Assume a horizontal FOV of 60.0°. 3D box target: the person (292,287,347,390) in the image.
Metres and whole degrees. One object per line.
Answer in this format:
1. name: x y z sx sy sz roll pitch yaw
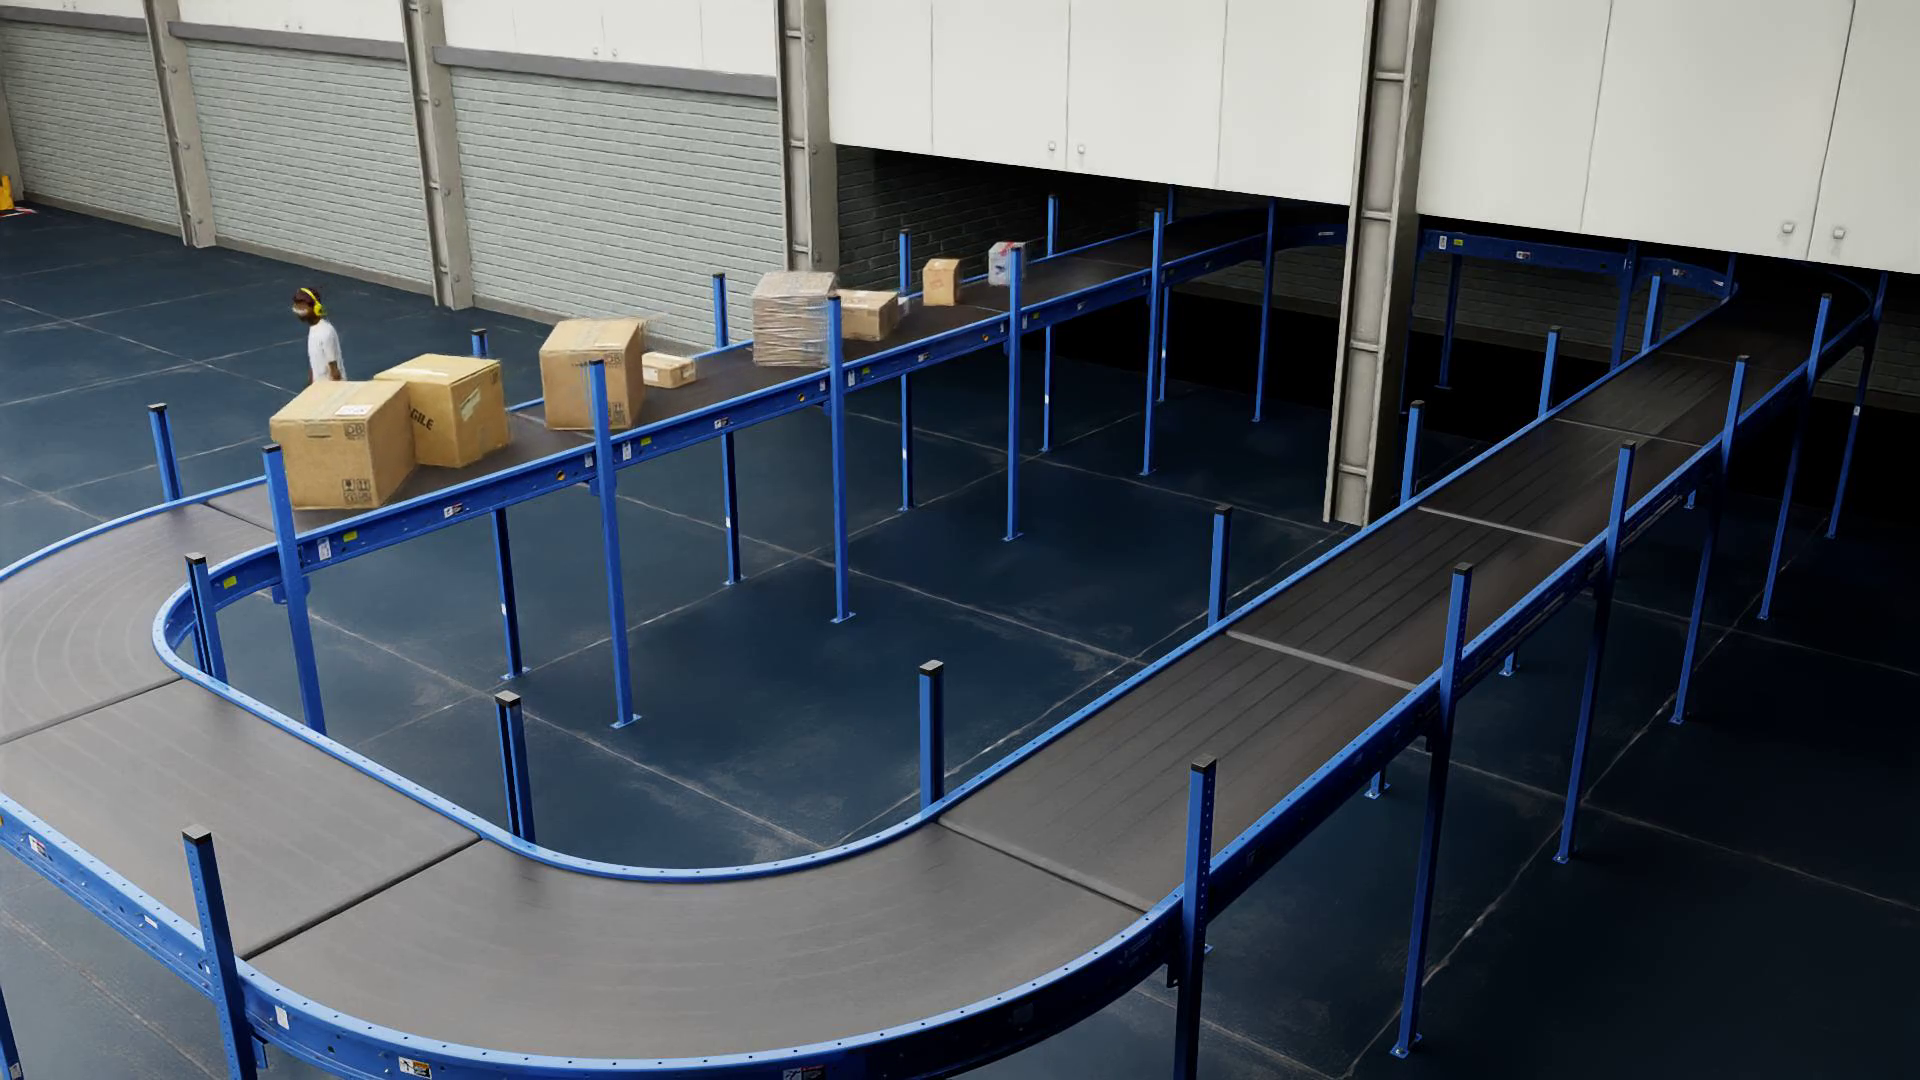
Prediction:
1. person: -5.261 -1.162 13.636 0.715 1.840 0.588 -9 23 -22
